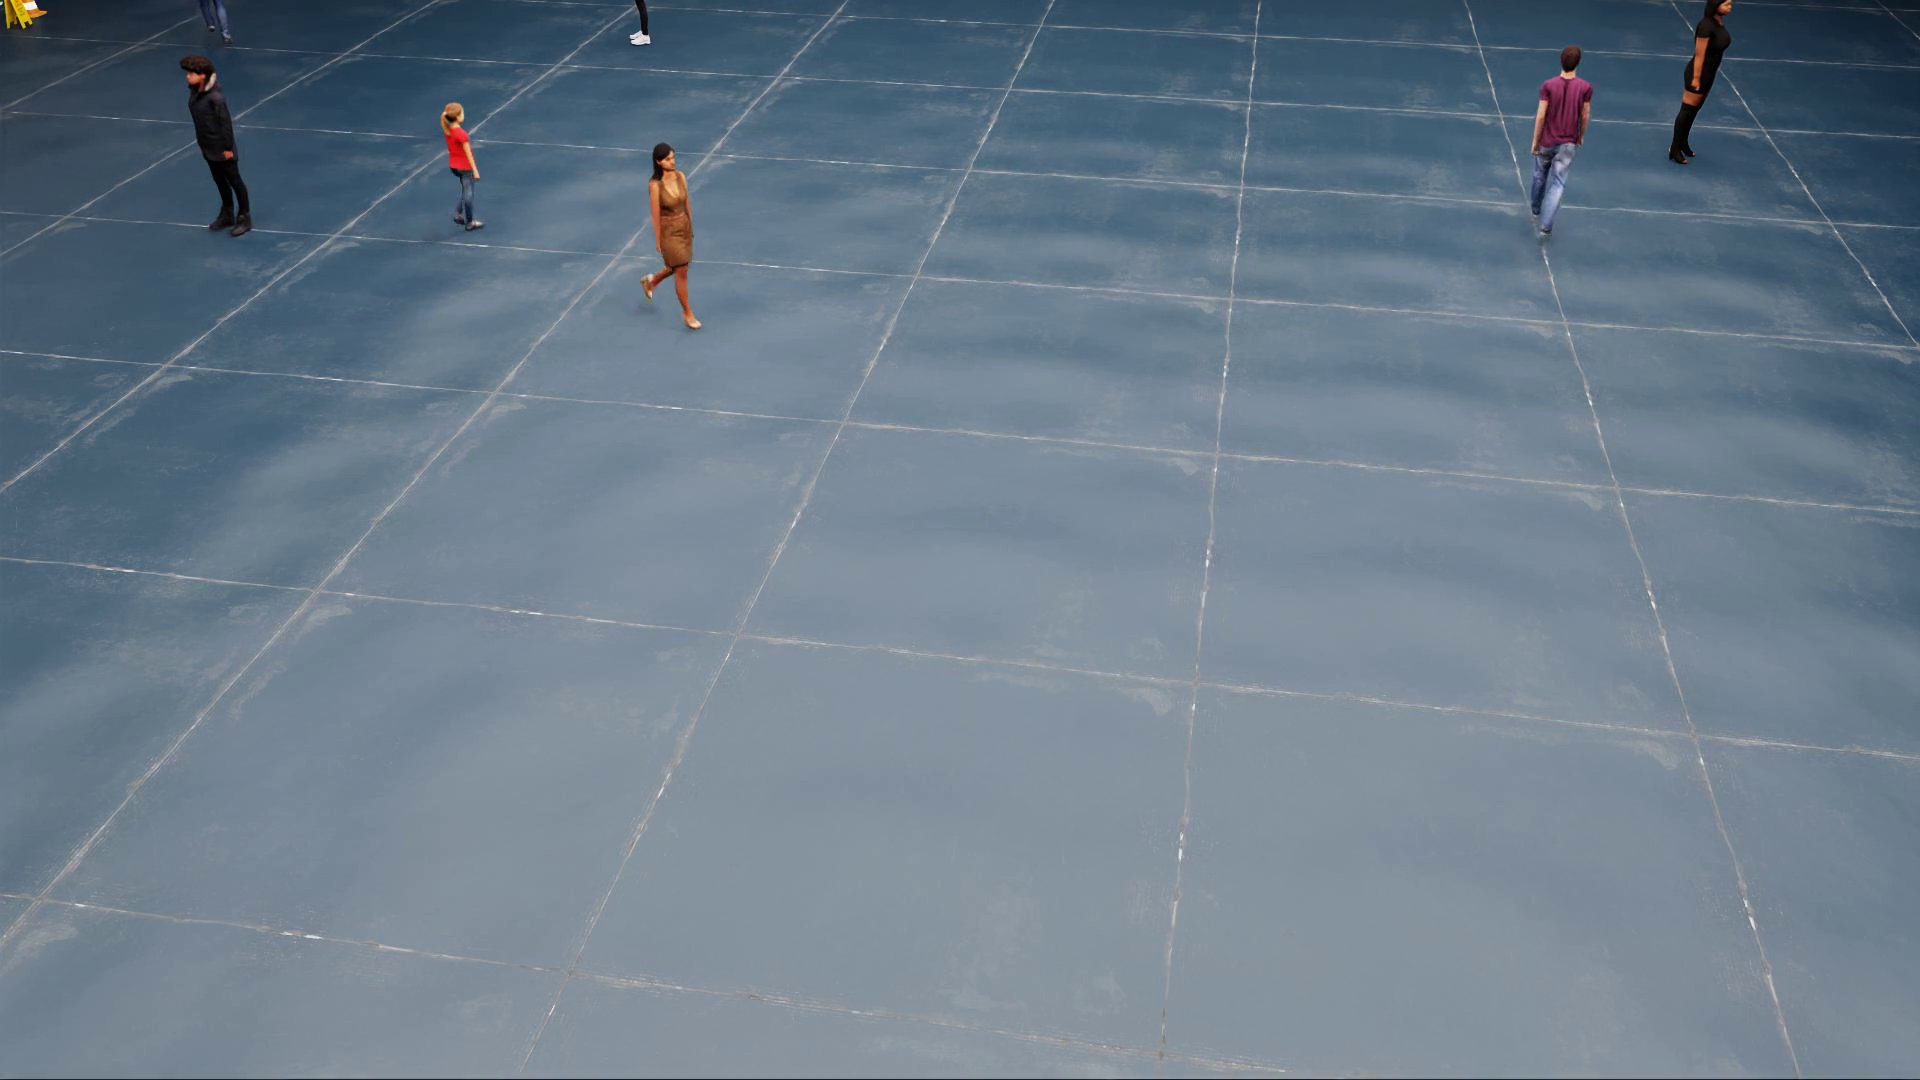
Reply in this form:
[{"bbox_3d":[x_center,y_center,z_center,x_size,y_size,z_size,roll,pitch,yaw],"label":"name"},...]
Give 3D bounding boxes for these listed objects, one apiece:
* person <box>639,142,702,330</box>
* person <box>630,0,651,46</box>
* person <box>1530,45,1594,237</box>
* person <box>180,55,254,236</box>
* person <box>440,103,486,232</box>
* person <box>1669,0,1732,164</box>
[{"bbox_3d":[-2.570,-2.684,14.633,1.040,1.666,0.815,20,37,29],"label":"person"},{"bbox_3d":[-4.339,-7.537,22.256,0.641,1.742,0.648,-5,33,-8],"label":"person"},{"bbox_3d":[5.904,-3.896,16.421,1.161,1.809,0.863,11,34,16],"label":"person"},{"bbox_3d":[-7.371,-3.936,16.513,0.638,1.778,0.765,18,36,26],"label":"person"},{"bbox_3d":[-5.024,-3.697,16.585,0.589,1.297,0.659,24,39,32],"label":"person"},{"bbox_3d":[8.145,-5.106,18.296,0.757,1.855,0.743,22,39,31],"label":"person"}]
